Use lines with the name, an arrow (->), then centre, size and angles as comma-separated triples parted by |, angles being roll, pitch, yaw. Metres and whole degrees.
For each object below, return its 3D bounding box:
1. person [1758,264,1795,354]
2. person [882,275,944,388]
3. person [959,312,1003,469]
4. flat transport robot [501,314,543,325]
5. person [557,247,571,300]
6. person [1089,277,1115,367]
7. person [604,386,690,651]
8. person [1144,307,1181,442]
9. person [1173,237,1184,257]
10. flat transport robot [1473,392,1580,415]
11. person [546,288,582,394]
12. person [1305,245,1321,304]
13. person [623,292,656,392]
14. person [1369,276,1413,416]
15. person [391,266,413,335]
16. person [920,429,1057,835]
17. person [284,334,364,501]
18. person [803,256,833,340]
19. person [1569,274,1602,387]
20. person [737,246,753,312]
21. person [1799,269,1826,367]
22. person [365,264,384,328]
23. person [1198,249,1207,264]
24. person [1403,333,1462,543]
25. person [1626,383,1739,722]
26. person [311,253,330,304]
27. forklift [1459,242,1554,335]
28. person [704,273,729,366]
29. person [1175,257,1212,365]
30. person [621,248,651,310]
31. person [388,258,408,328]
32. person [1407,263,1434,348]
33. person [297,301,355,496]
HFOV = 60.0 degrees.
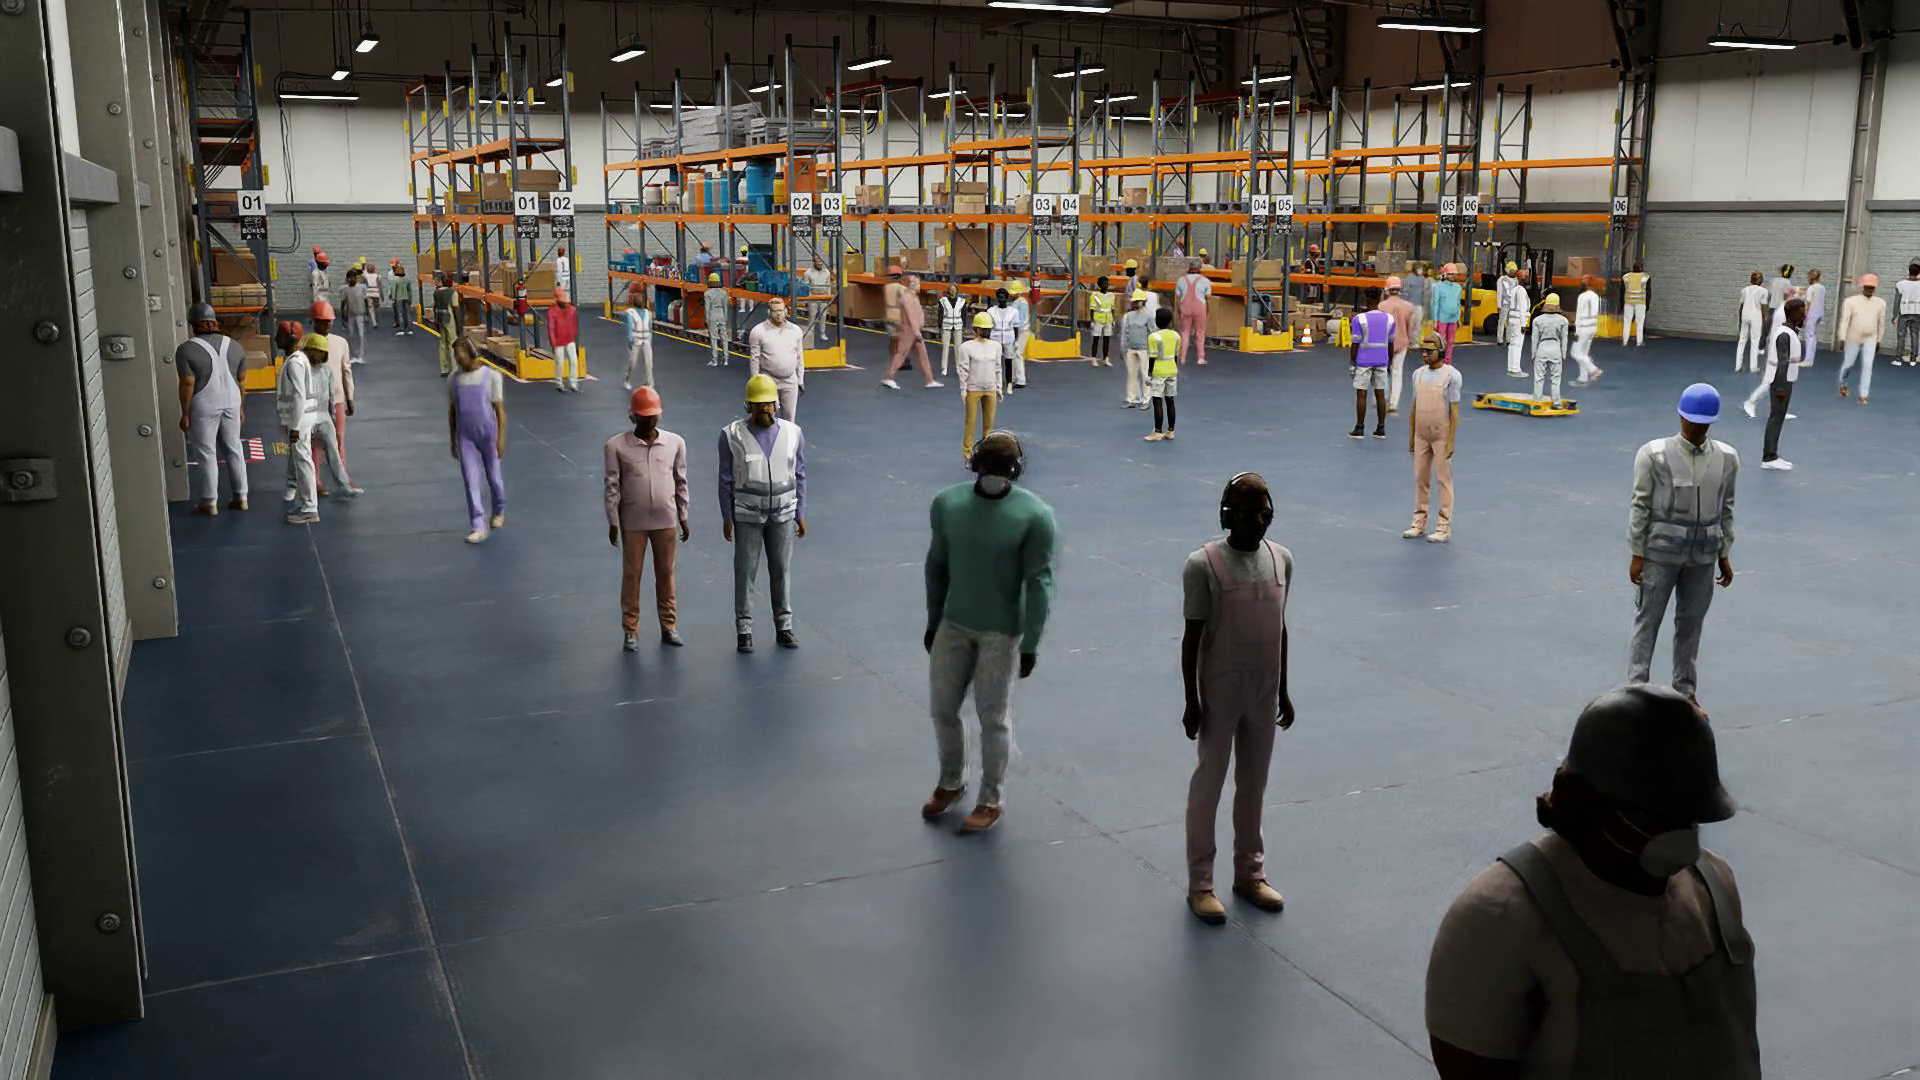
person -> 16.750, -4.701, 33.967 | 0.661, 1.828, 0.577 | -3, 12, -17
person -> -0.806, -3.411, 27.333 | 0.985, 1.867, 0.636 | 3, 11, 13
person -> 0.248, -1.687, 18.808 | 0.533, 1.766, 0.316 | -5, 12, -24
flat transport robot -> -11.382, -5.740, 43.216 | 0.652, 0.197, 1.431 | -7, 13, -32
person -> -11.552, -7.572, 48.419 | 0.357, 1.881, 0.574 | 3, 12, 17
person -> 2.672, -4.088, 31.181 | 0.541, 1.696, 0.315 | -5, 12, -24
person -> -2.060, -0.146, 11.008 | 0.572, 1.748, 0.335 | -5, 12, -24
person -> 2.550, -2.082, 20.985 | 0.535, 1.700, 0.318 | -10, 15, -40
person -> 7.593, -9.322, 56.905 | 0.614, 2.040, 0.378 | -5, 12, -24
flat transport robot -> 8.198, -1.980, 24.104 | 0.652, 0.197, 1.431 | -6, 12, -26
person -> -6.291, -3.154, 26.443 | 0.575, 1.688, 0.786 | -10, 15, -40
person -> 9.276, -6.724, 43.697 | 0.373, 2.043, 0.614 | 7, 13, 32
person -> -5.206, -3.204, 26.906 | 0.513, 1.611, 0.763 | -8, 14, -36
person -> 6.151, -2.780, 23.831 | 0.599, 1.965, 0.682 | -1, 11, -3
person -> -13.200, -5.664, 39.354 | 0.269, 1.632, 0.504 | 11, 15, 43
person -> 0.123, 0.421, 7.741 | 0.650, 1.923, 0.377 | 6, 12, 26
person -> -6.432, -1.203, 16.563 | 0.934, 1.675, 0.559 | 8, 14, 36
person -> -3.206, -5.458, 37.645 | 0.691, 1.902, 0.399 | -7, 13, -30
person -> 10.389, -3.456, 27.521 | 0.500, 1.869, 0.607 | 11, 15, 44
person -> -6.236, -7.571, 48.300 | 0.585, 1.927, 0.366 | -4, 12, -20
person -> 15.967, -4.159, 31.229 | 0.526, 1.829, 0.413 | -8, 13, -34
person -> -14.746, -6.109, 41.728 | 0.532, 1.591, 0.856 | -5, 12, -22
person -> 7.527, -8.177, 51.788 | 0.331, 1.768, 0.526 | 4, 12, 20
person -> 4.155, -0.900, 14.630 | 0.347, 1.840, 0.502 | -8, 14, -37
person -> 4.069, 0.080, 9.388 | 0.602, 1.938, 0.401 | 0, 11, -2
person -> -13.640, -5.125, 35.617 | 0.426, 2.032, 0.622 | 0, 11, -2
forklift -> 13.047, -6.049, 39.881 | 2.313, 2.155, 1.214 | -5, 12, -23
person -> -4.631, -4.179, 31.524 | 0.486, 1.744, 0.310 | -8, 14, -35
person -> 4.479, -4.371, 31.742 | 0.688, 2.000, 0.536 | 5, 12, 23
person -> -9.207, -7.295, 46.979 | 1.110, 1.906, 0.623 | -7, 13, -33
person -> -14.157, -6.210, 41.839 | 0.567, 1.746, 0.348 | 4, 12, 20
person -> 9.988, -4.995, 35.456 | 0.796, 1.827, 0.612 | -1, 11, -6
person -> -6.491, -1.446, 17.028 | 0.400, 1.990, 0.619 | 9, 14, 39
